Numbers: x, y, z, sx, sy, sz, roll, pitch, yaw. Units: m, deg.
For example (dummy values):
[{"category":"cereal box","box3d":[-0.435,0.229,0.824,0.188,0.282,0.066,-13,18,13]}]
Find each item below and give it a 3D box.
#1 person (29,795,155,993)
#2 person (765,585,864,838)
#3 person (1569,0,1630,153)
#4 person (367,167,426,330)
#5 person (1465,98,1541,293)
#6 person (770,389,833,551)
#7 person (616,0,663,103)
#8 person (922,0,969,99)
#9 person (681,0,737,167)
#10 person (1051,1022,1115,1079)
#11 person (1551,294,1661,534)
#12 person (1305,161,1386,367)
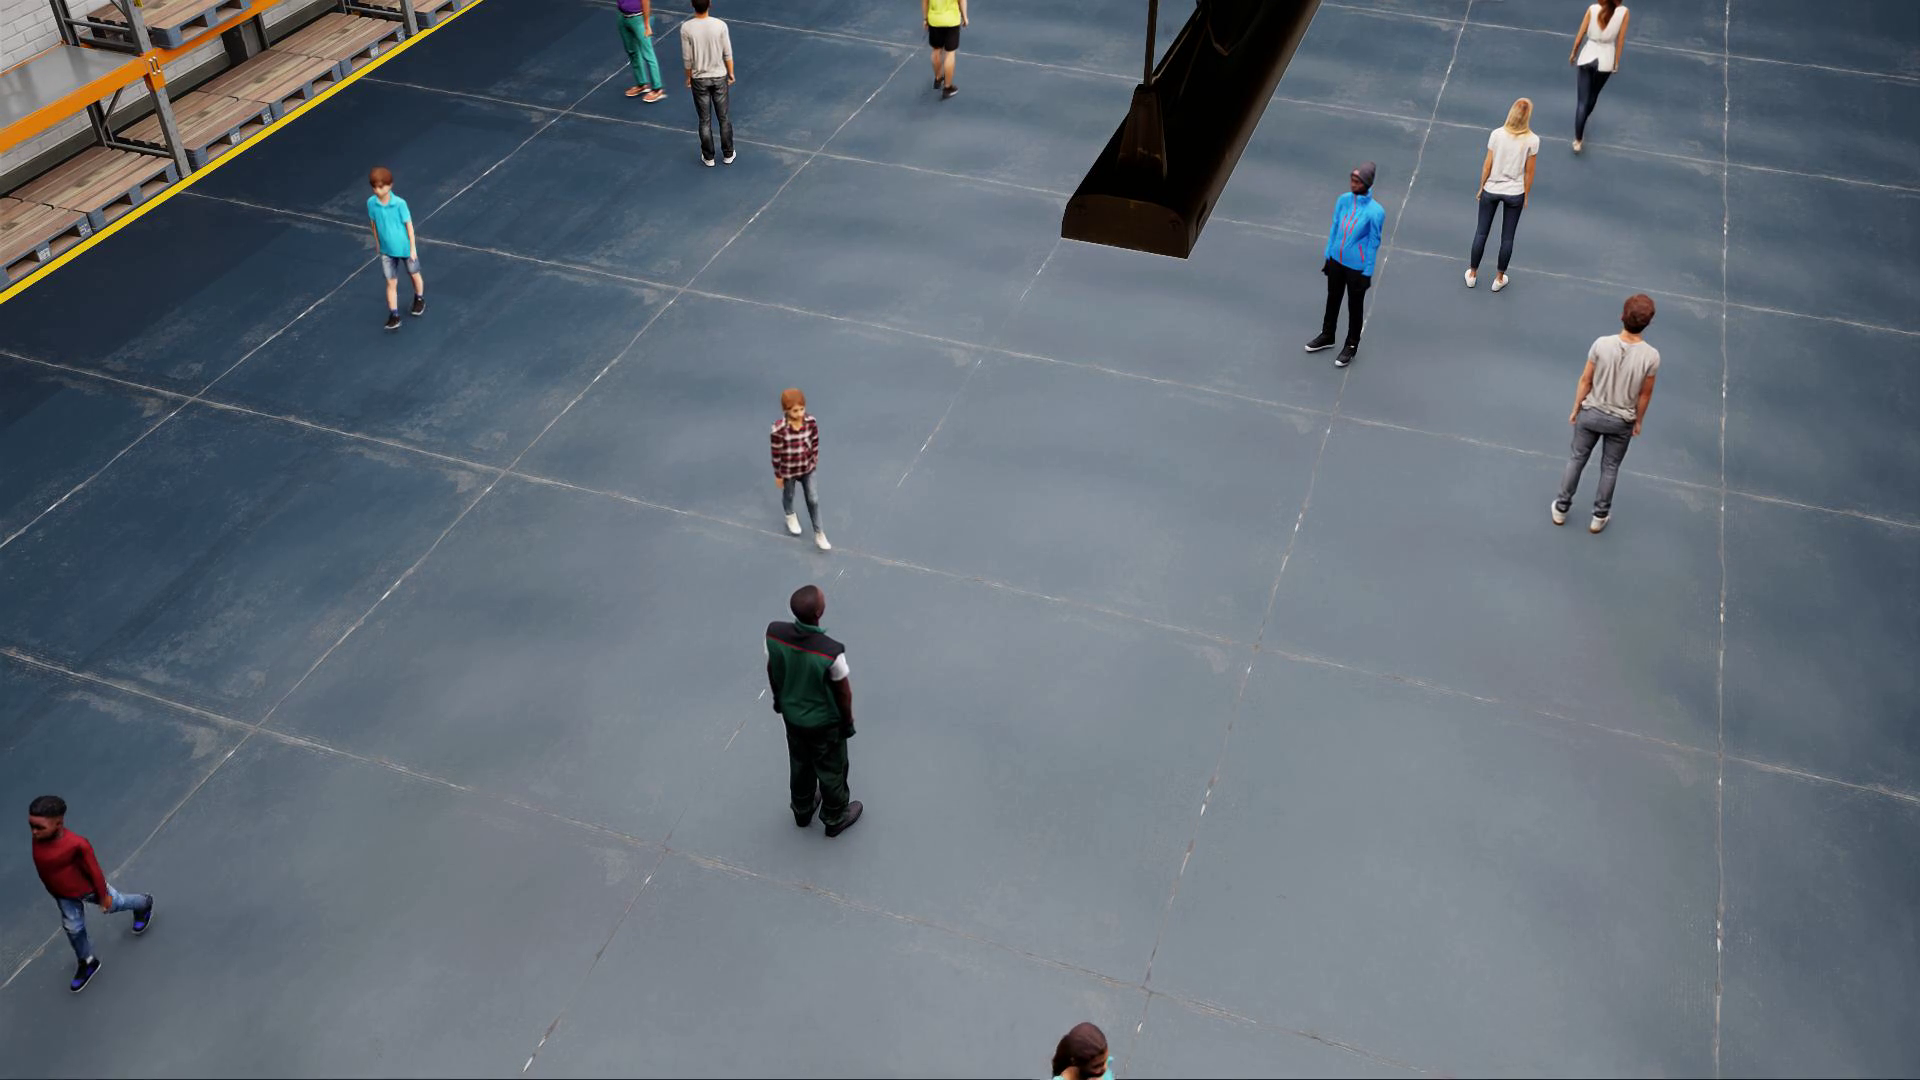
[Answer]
[{"category":"person","box3d":[-4.760,1.824,9.060,0.571,1.239,0.879,8,39,10]},{"category":"person","box3d":[-0.848,0.990,9.624,0.709,1.839,0.622,17,42,20]},{"category":"person","box3d":[6.478,-4.809,16.968,0.656,1.736,1.118,11,40,13]},{"category":"person","box3d":[-4.868,-2.598,14.446,0.707,1.428,0.922,1,39,2]},{"category":"person","box3d":[4.805,-3.050,14.707,0.585,1.809,0.488,13,41,16]},{"category":"person","box3d":[-1.219,-0.573,12.027,0.818,1.283,0.891,-14,41,-17]},{"category":"person","box3d":[-3.512,-5.643,17.986,0.674,1.768,0.649,26,46,29]},{"category":"person","box3d":[-0.175,-5.669,18.066,0.623,1.708,0.712,12,40,15]},{"category":"person","box3d":[-2.514,-4.641,16.696,0.730,1.812,0.733,-7,39,-9]},{"category":"person","box3d":[0.482,2.717,7.692,0.647,1.552,0.717,-32,48,-34]},{"category":"person","box3d":[4.647,-0.894,11.940,0.648,1.892,0.542,15,41,18]},{"category":"person","box3d":[3.248,-2.302,13.781,0.682,1.794,0.692,-30,48,-32]}]
